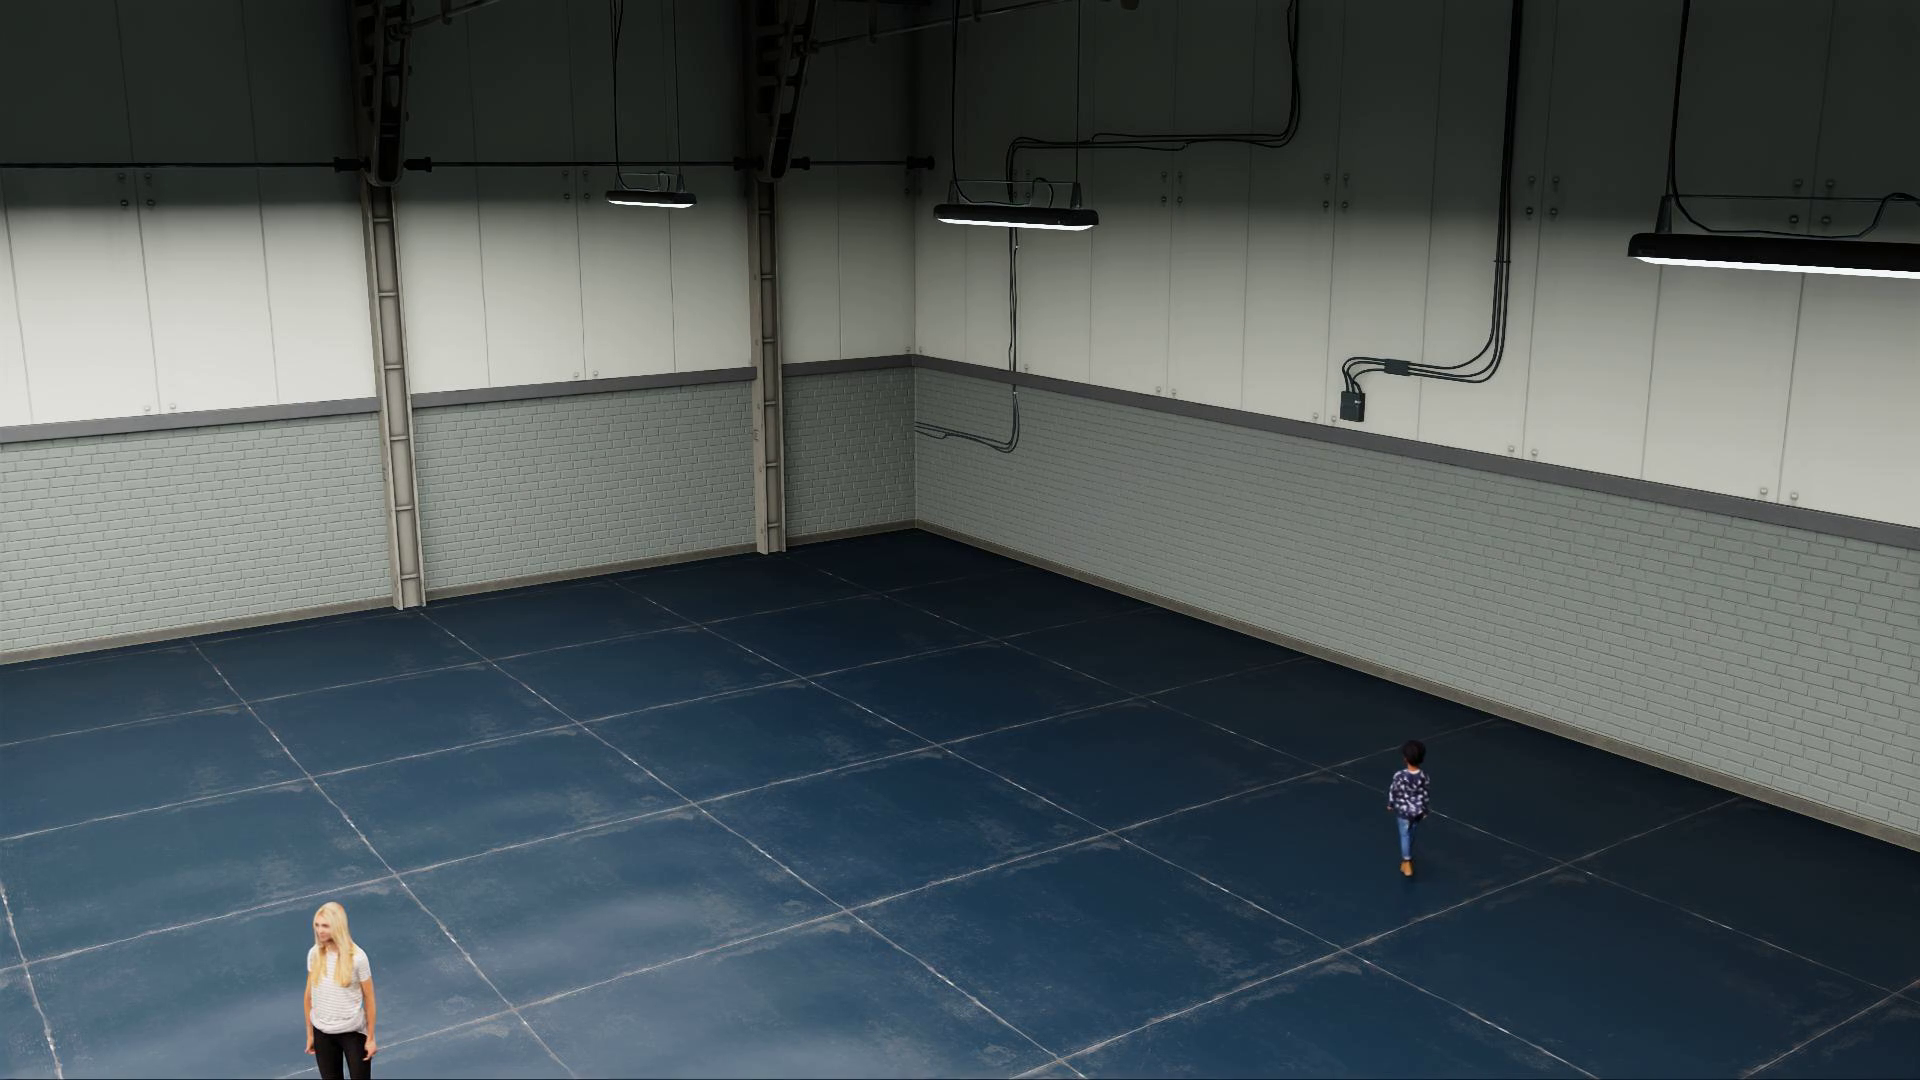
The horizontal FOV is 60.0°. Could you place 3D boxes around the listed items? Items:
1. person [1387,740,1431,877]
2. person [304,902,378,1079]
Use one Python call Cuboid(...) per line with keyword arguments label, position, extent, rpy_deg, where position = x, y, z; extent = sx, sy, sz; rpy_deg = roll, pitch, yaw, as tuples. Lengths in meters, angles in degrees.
Cuboid(label="person", position=(4.097, 2.456, 15.154), extent=(0.843, 1.226, 0.853), rpy_deg=(1, 13, 3))
Cuboid(label="person", position=(-3.968, 3.181, 10.694), extent=(0.670, 1.826, 0.748), rpy_deg=(1, 13, 5))
